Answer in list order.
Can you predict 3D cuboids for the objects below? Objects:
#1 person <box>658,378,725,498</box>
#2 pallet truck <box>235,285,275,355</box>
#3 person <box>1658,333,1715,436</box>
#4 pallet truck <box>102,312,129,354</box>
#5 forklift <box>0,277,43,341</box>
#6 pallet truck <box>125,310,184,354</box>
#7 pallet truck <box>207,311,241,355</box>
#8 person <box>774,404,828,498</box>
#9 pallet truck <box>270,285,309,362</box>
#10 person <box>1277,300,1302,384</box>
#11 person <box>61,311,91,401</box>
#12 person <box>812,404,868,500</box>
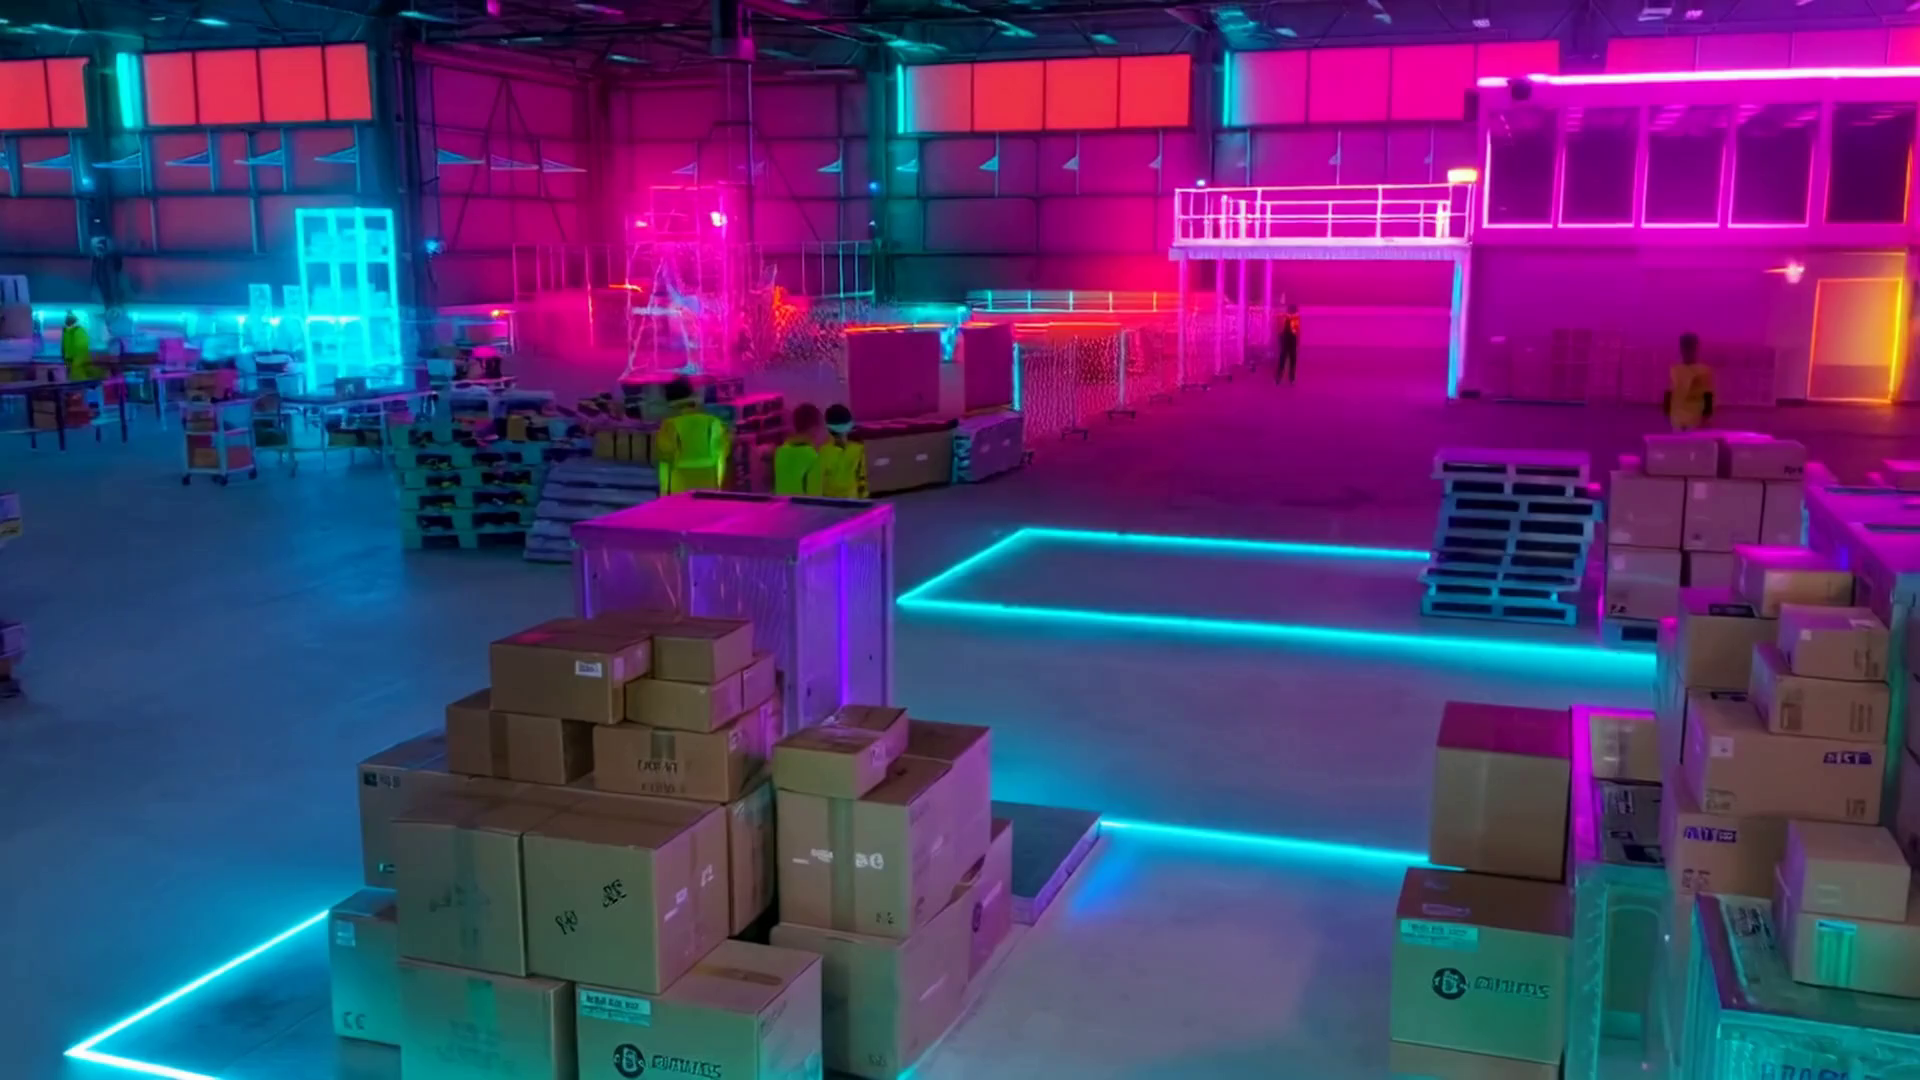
[{"bbox_3d":[-2.293,-0.430,14.310,0.607,1.897,0.427,-4,11,-24],"label":"person"},{"bbox_3d":[-18.327,-5.835,44.421,0.823,1.965,1.885,4,11,23],"label":"pallet truck"},{"bbox_3d":[8.989,-1.582,20.610,0.490,1.945,0.636,-6,12,-30],"label":"person"},{"bbox_3d":[-23.057,-5.777,46.261,0.680,1.201,1.601,3,11,19],"label":"pallet truck"},{"bbox_3d":[-27.151,-6.329,46.328,1.157,1.987,2.680,3,11,17],"label":"forklift"},{"bbox_3d":[-22.038,-5.665,45.457,0.704,1.261,1.522,3,11,17],"label":"pallet truck"},{"bbox_3d":[-19.537,-5.575,44.913,0.653,1.274,1.630,3,11,19],"label":"pallet truck"},{"bbox_3d":[-1.143,-0.079,12.379,1.031,1.866,0.609,-6,11,-29],"label":"person"},{"bbox_3d":[-17.147,-5.700,43.663,0.823,1.965,1.885,3,11,17],"label":"pallet truck"},{"bbox_3d":[7.162,-4.299,36.242,0.546,1.832,0.518,6,12,31],"label":"person"},{"bbox_3d":[-15.351,-3.026,28.890,0.672,1.892,0.454,5,11,27],"label":"person"},{"bbox_3d":[-0.981,-0.219,13.448,0.533,1.768,0.310,-4,11,-23],"label":"person"}]
